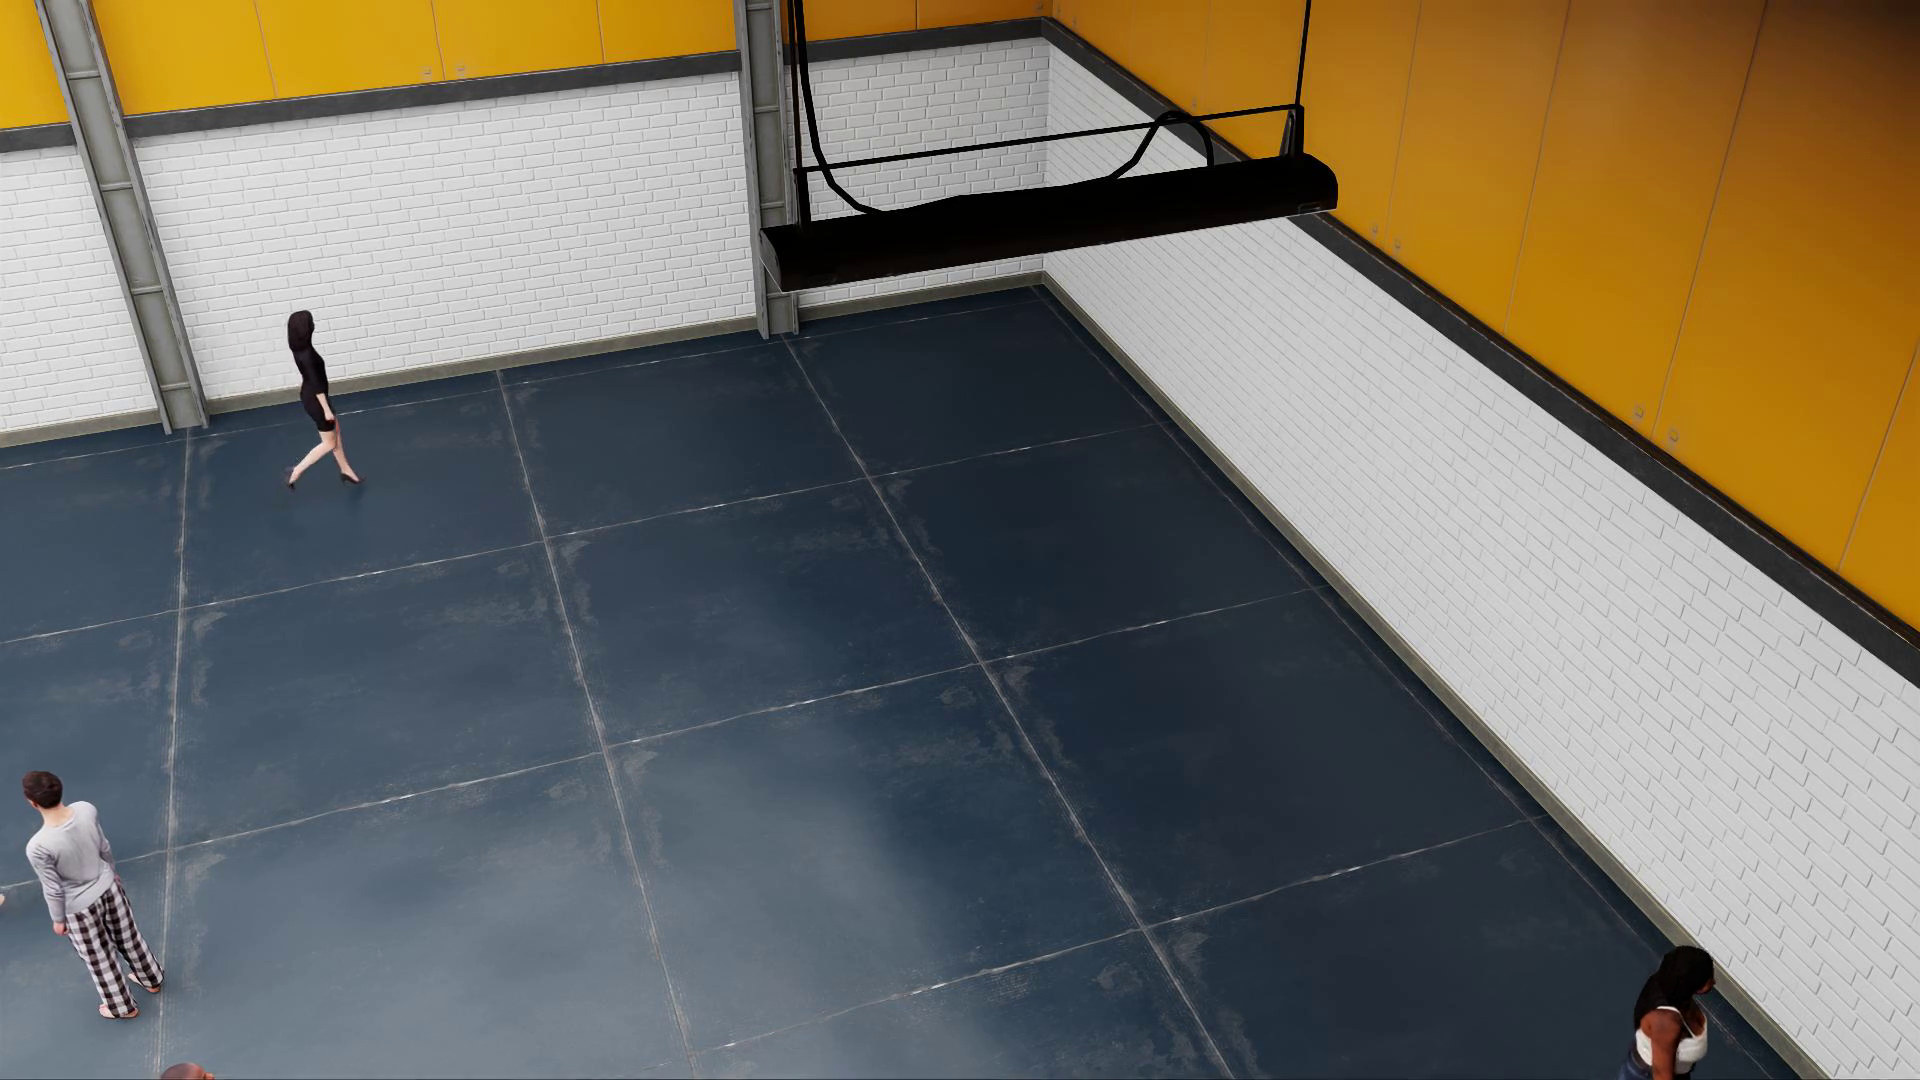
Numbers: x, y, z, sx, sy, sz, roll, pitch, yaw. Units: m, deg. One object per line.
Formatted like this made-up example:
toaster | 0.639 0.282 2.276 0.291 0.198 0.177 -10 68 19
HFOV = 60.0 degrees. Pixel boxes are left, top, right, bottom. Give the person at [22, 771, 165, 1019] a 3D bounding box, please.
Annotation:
person | -5.161 2.101 9.844 0.751 1.847 0.708 12 35 17

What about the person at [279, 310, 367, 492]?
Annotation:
person | -5.789 -1.173 14.823 0.979 1.787 0.689 -17 37 -24

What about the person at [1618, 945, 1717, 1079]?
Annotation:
person | 3.566 2.833 8.809 1.147 1.773 1.163 19 38 26
